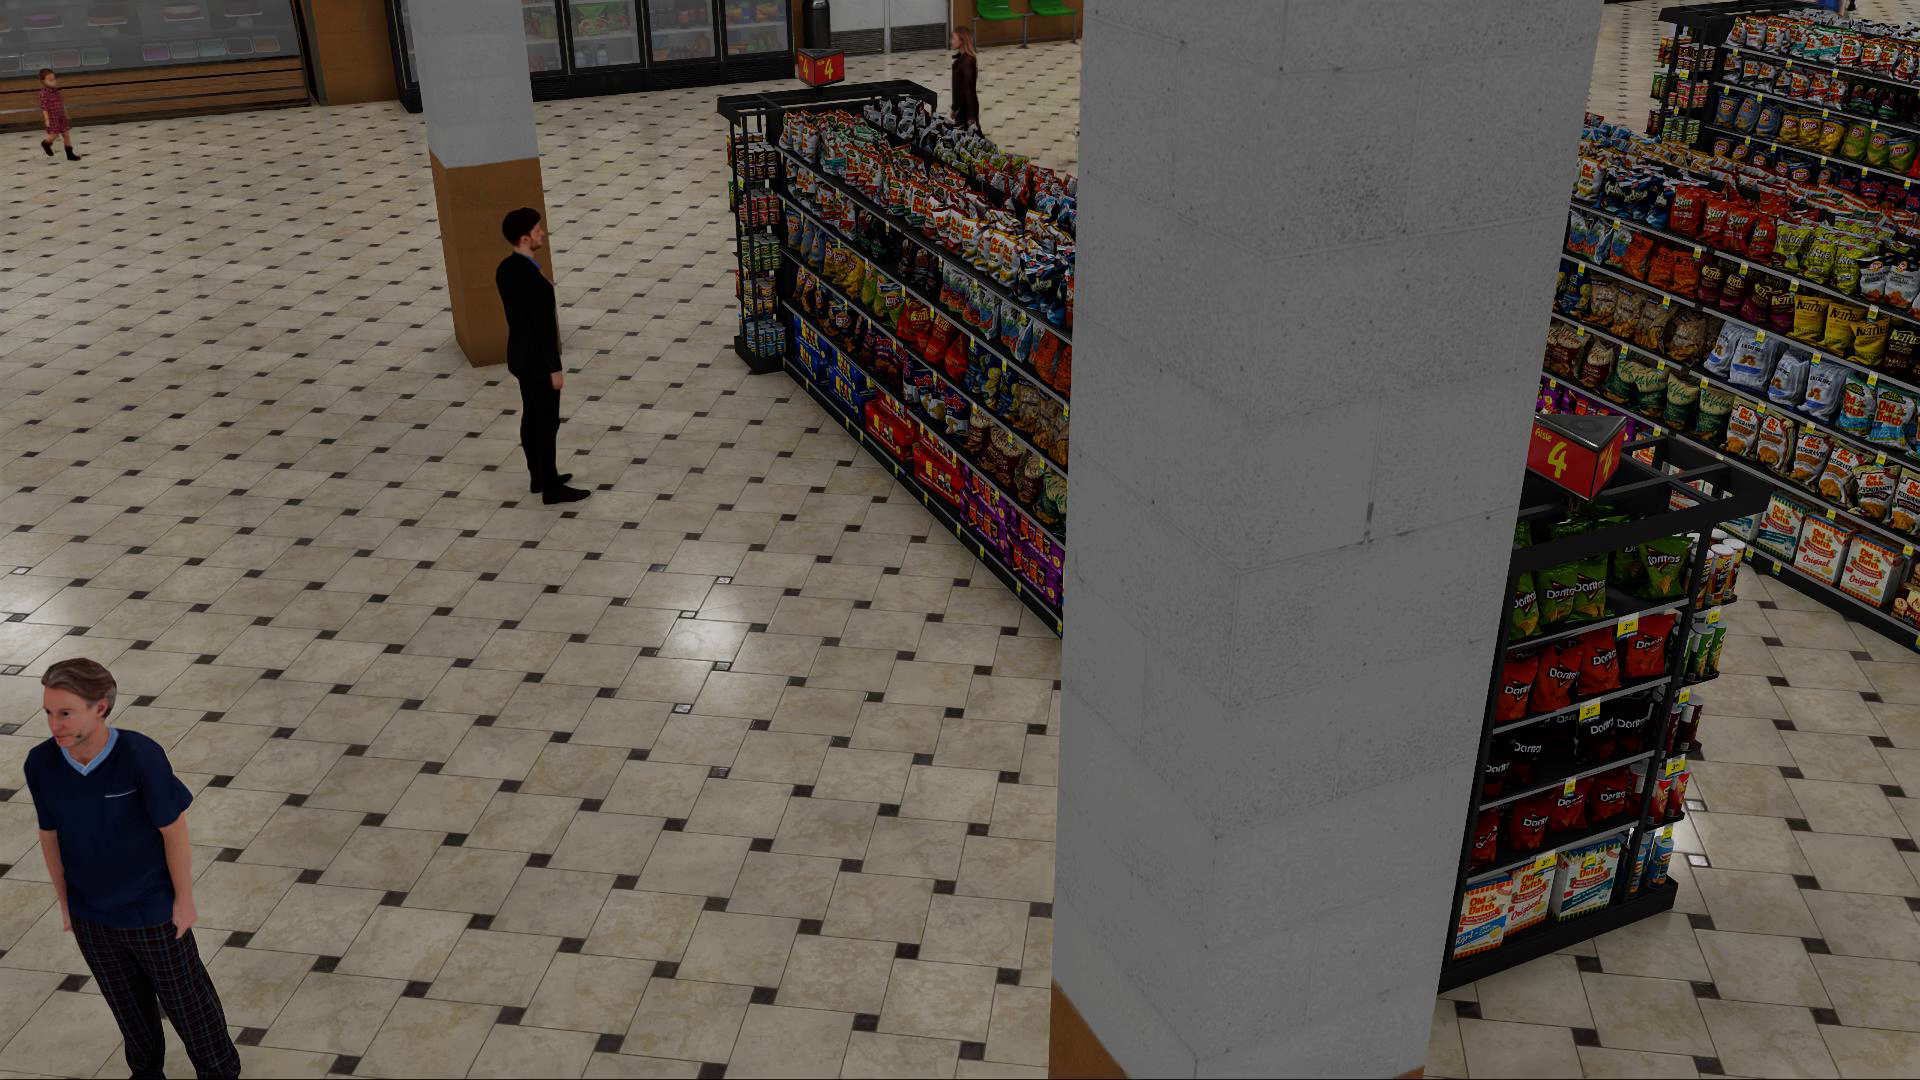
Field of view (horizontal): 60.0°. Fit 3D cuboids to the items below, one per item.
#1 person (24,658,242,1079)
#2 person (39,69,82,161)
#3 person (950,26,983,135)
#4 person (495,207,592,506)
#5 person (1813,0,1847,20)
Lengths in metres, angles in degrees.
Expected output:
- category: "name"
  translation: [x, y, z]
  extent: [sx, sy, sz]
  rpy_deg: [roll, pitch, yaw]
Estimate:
- category: "person"
  translation: [-2.871, 1.232, 5.739]
  extent: [0.737, 1.872, 0.711]
  rpy_deg: [1, 27, 1]
- category: "person"
  translation: [-10.034, -4.696, 18.381]
  extent: [0.704, 1.011, 0.654]
  rpy_deg: [6, 28, 12]
- category: "person"
  translation: [0.161, -4.347, 16.981]
  extent: [0.992, 1.656, 1.109]
  rpy_deg: [0, 27, 0]
- category: "person"
  translation: [-2.661, -1.146, 10.404]
  extent: [0.793, 1.894, 0.609]
  rpy_deg: [-18, 32, -31]
- category: "person"
  translation: [11.041, -6.529, 21.357]
  extent: [0.954, 1.588, 1.073]
  rpy_deg: [7, 28, 13]
